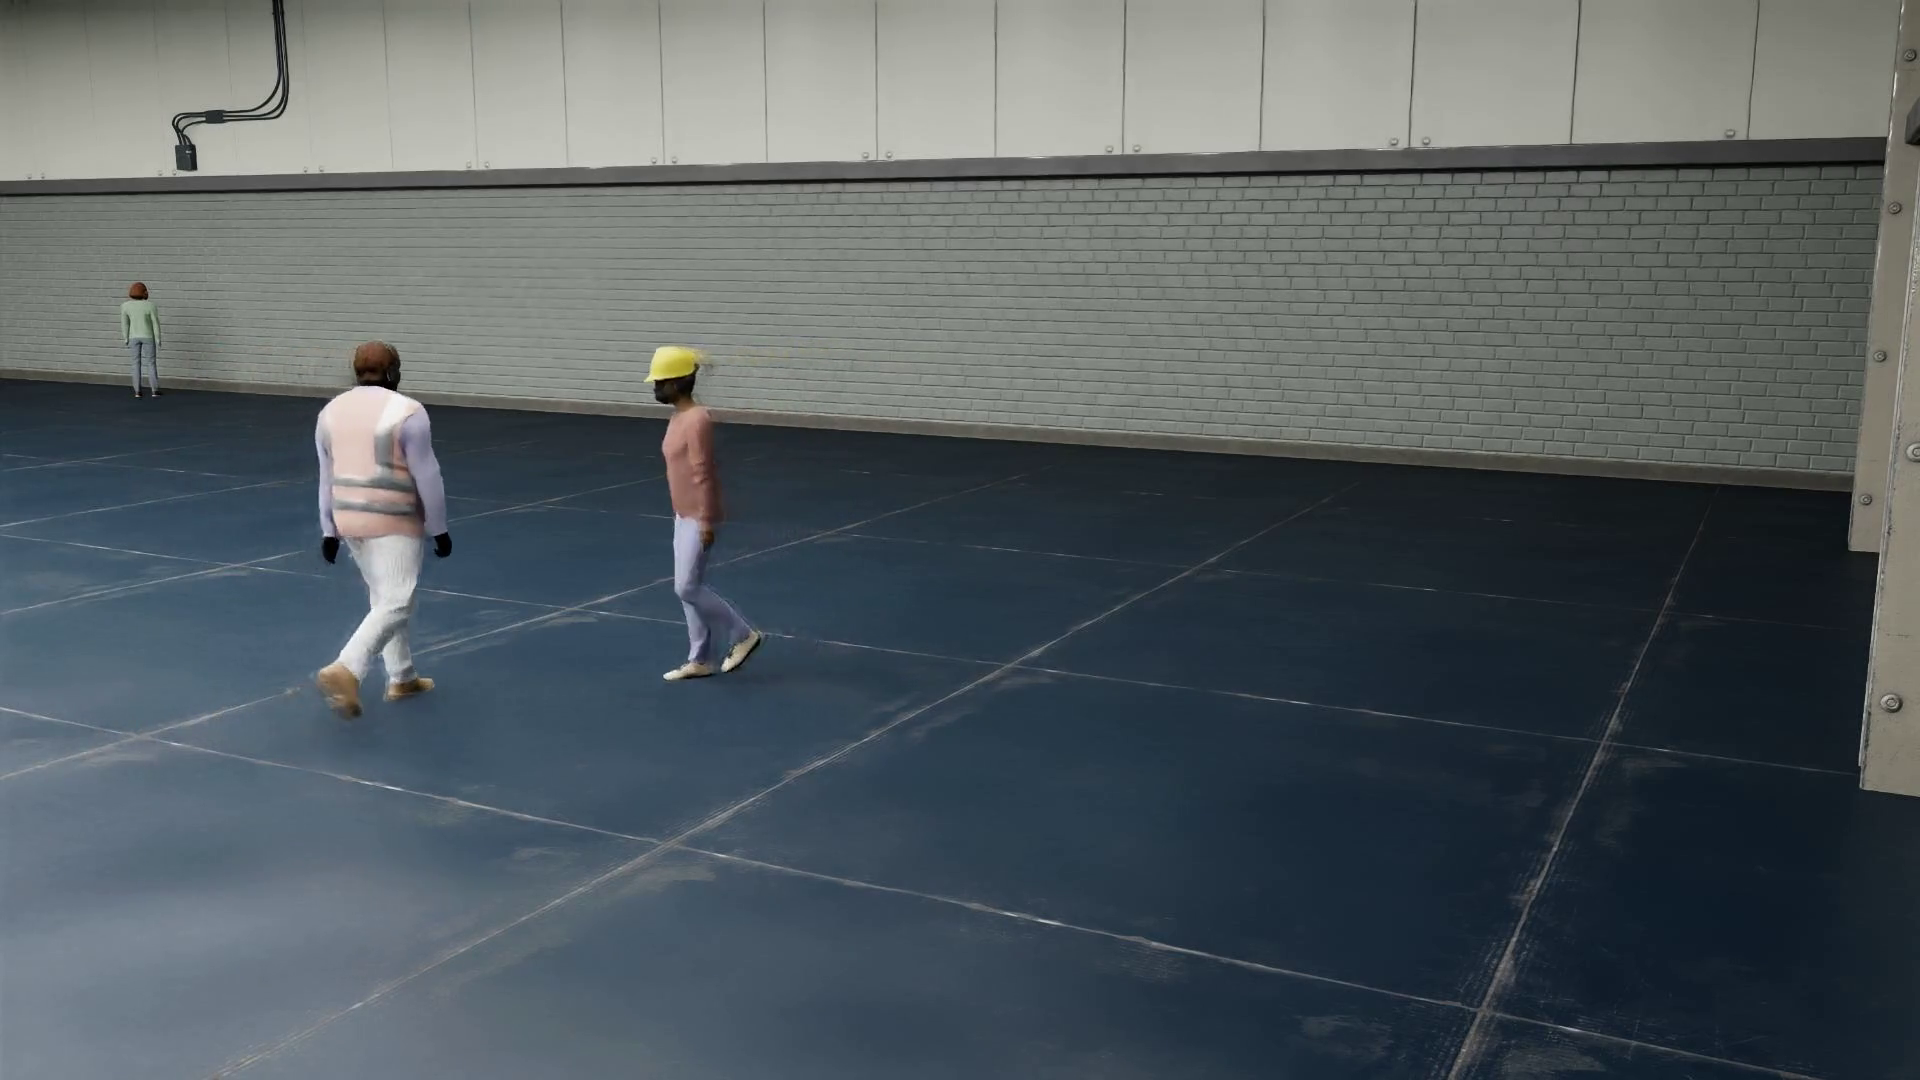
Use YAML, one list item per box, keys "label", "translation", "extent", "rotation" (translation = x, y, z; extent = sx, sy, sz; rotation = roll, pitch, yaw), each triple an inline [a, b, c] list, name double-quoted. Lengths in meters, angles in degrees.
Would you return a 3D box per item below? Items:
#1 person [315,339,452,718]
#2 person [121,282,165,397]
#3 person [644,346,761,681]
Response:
- label: "person"
  translation: [-2.848, -0.043, 7.964]
  extent: [0.644, 1.811, 0.814]
  rotation: [5, 11, 23]
- label: "person"
  translation: [-11.669, -2.857, 23.735]
  extent: [0.506, 1.632, 0.268]
  rotation: [-1, 10, -7]
- label: "person"
  translation: [-1.341, -0.120, 8.489]
  extent: [0.477, 1.745, 0.550]
  rotation: [-5, 11, -24]
